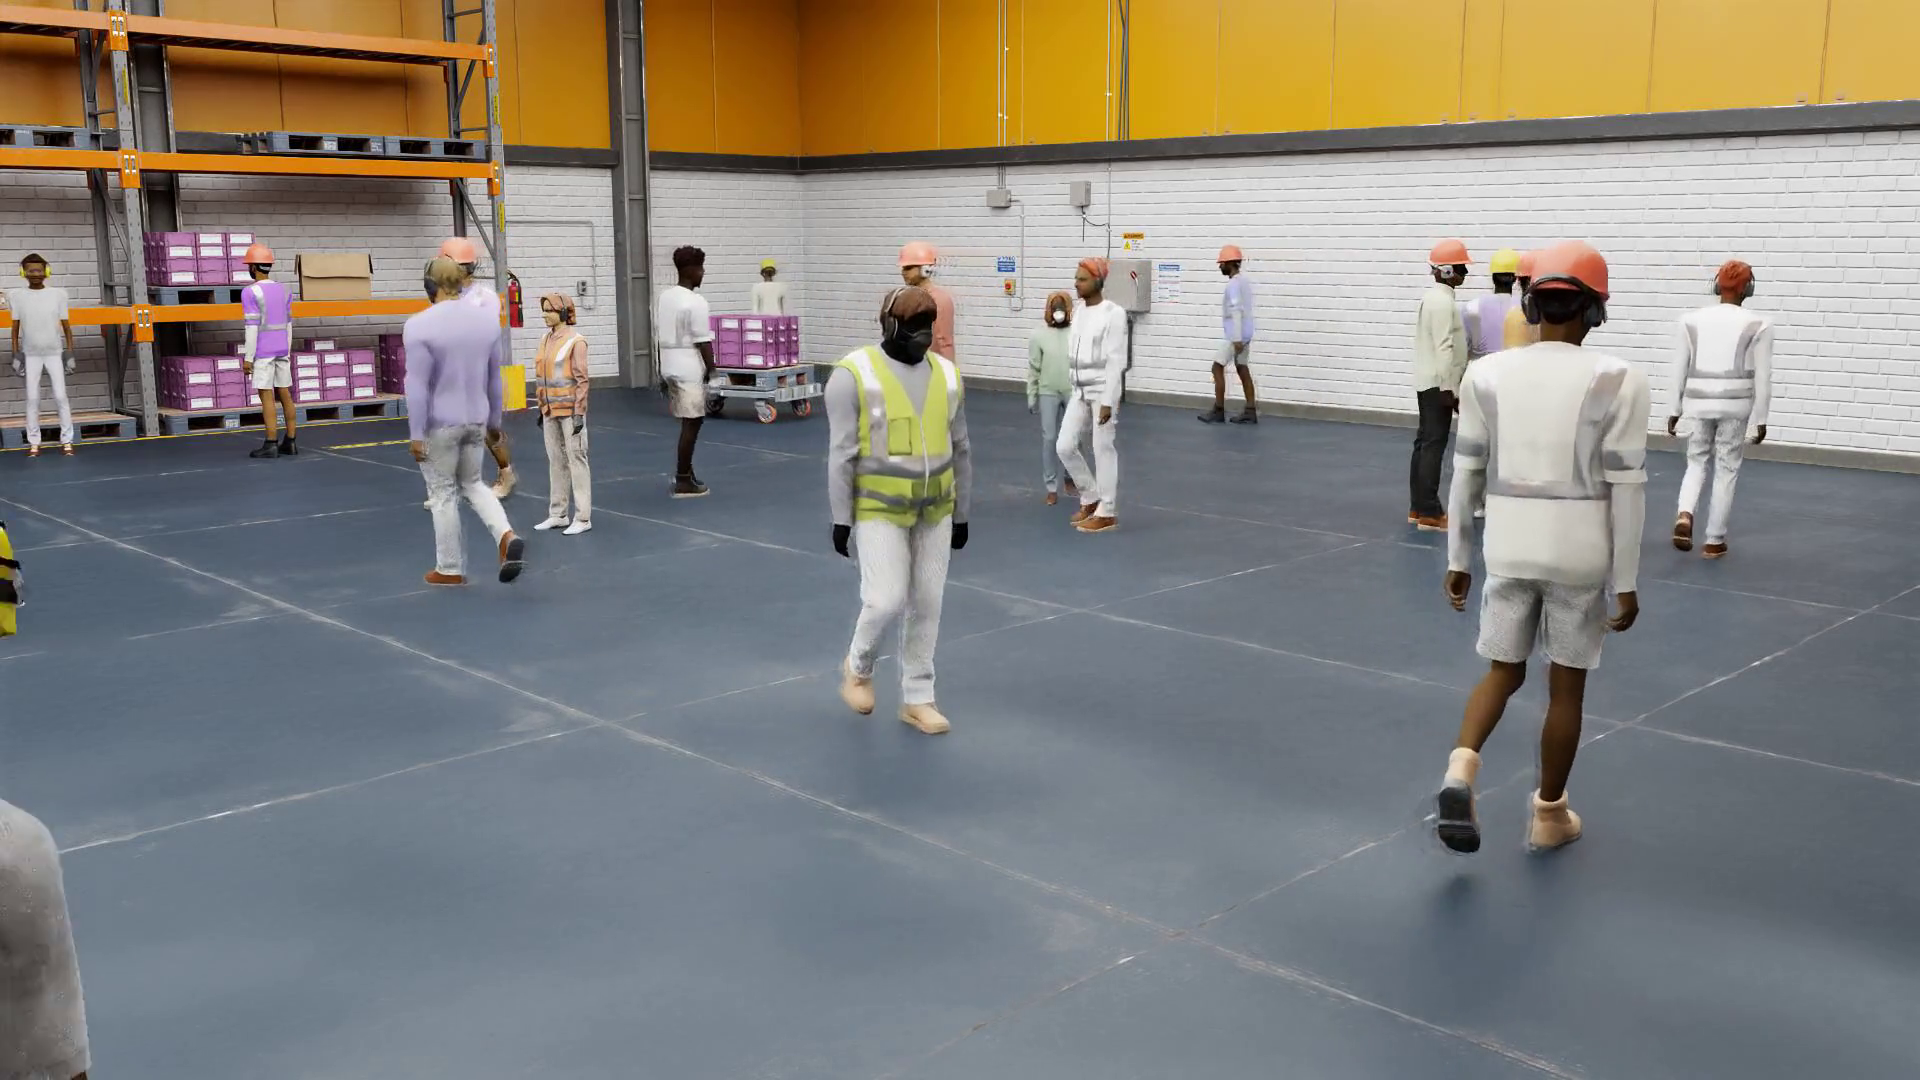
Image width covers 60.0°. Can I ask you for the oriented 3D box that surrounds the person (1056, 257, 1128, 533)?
[{"bbox_3d":[0.906,-0.969,11.283,0.430,1.868,0.572,-7,13,-34],"label":"person"}]

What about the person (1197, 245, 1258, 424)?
[{"bbox_3d":[2.866,-2.194,17.844,0.773,1.907,0.588,4,11,22],"label":"person"}]

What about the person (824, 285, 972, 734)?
[{"bbox_3d":[-0.236,-0.117,6.767,0.645,1.823,0.456,-7,12,-32],"label":"person"}]

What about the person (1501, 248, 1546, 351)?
[{"bbox_3d":[3.601,-0.871,10.559,0.342,1.942,0.552,5,12,27],"label":"person"}]

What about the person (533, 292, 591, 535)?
[{"bbox_3d":[-2.702,-0.857,11.313,0.511,1.641,0.307,9,14,40],"label":"person"}]

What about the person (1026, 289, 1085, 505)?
[{"bbox_3d":[0.761,-1.067,12.504,0.534,1.621,0.343,0,10,3],"label":"person"}]

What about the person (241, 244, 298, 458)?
[{"bbox_3d":[-6.318,-1.711,15.153,0.359,1.939,0.542,4,11,21],"label":"person"}]

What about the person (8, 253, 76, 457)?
[{"bbox_3d":[-8.404,-1.685,15.247,0.511,1.858,0.318,-5,11,-24],"label":"person"}]

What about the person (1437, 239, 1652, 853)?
[{"bbox_3d":[1.826,0.062,5.285,0.605,2.017,0.702,9,14,40],"label":"person"}]

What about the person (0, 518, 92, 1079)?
[{"bbox_3d":[-0.992,0.799,1.773,0.603,1.818,0.903,6,12,32],"label":"person"}]

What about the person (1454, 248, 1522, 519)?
[{"bbox_3d":[3.820,-1.096,11.845,0.621,1.926,0.385,4,11,19],"label":"person"}]

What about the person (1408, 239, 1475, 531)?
[{"bbox_3d":[3.314,-1.066,11.476,0.378,1.996,0.610,1,10,5],"label":"person"}]

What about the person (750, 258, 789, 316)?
[{"bbox_3d":[-2.508,-2.862,22.013,0.535,1.722,0.877,-4,11,-22],"label":"person"}]

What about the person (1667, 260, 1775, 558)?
[{"bbox_3d":[4.711,-0.795,10.343,0.606,1.872,0.491,9,14,41],"label":"person"}]

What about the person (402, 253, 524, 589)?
[{"bbox_3d":[-2.816,-0.645,9.383,0.663,1.924,0.644,7,13,34],"label":"person"}]

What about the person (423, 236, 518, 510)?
[{"bbox_3d":[-3.677,-1.253,12.453,0.621,2.018,0.845,5,12,25],"label":"person"}]

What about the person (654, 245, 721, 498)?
[{"bbox_3d":[-2.068,-1.300,12.884,0.517,1.943,0.628,-9,14,-40],"label":"person"}]

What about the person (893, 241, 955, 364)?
[{"bbox_3d":[-0.273,-1.153,11.996,0.427,1.976,0.643,-7,12,-33],"label":"person"}]
